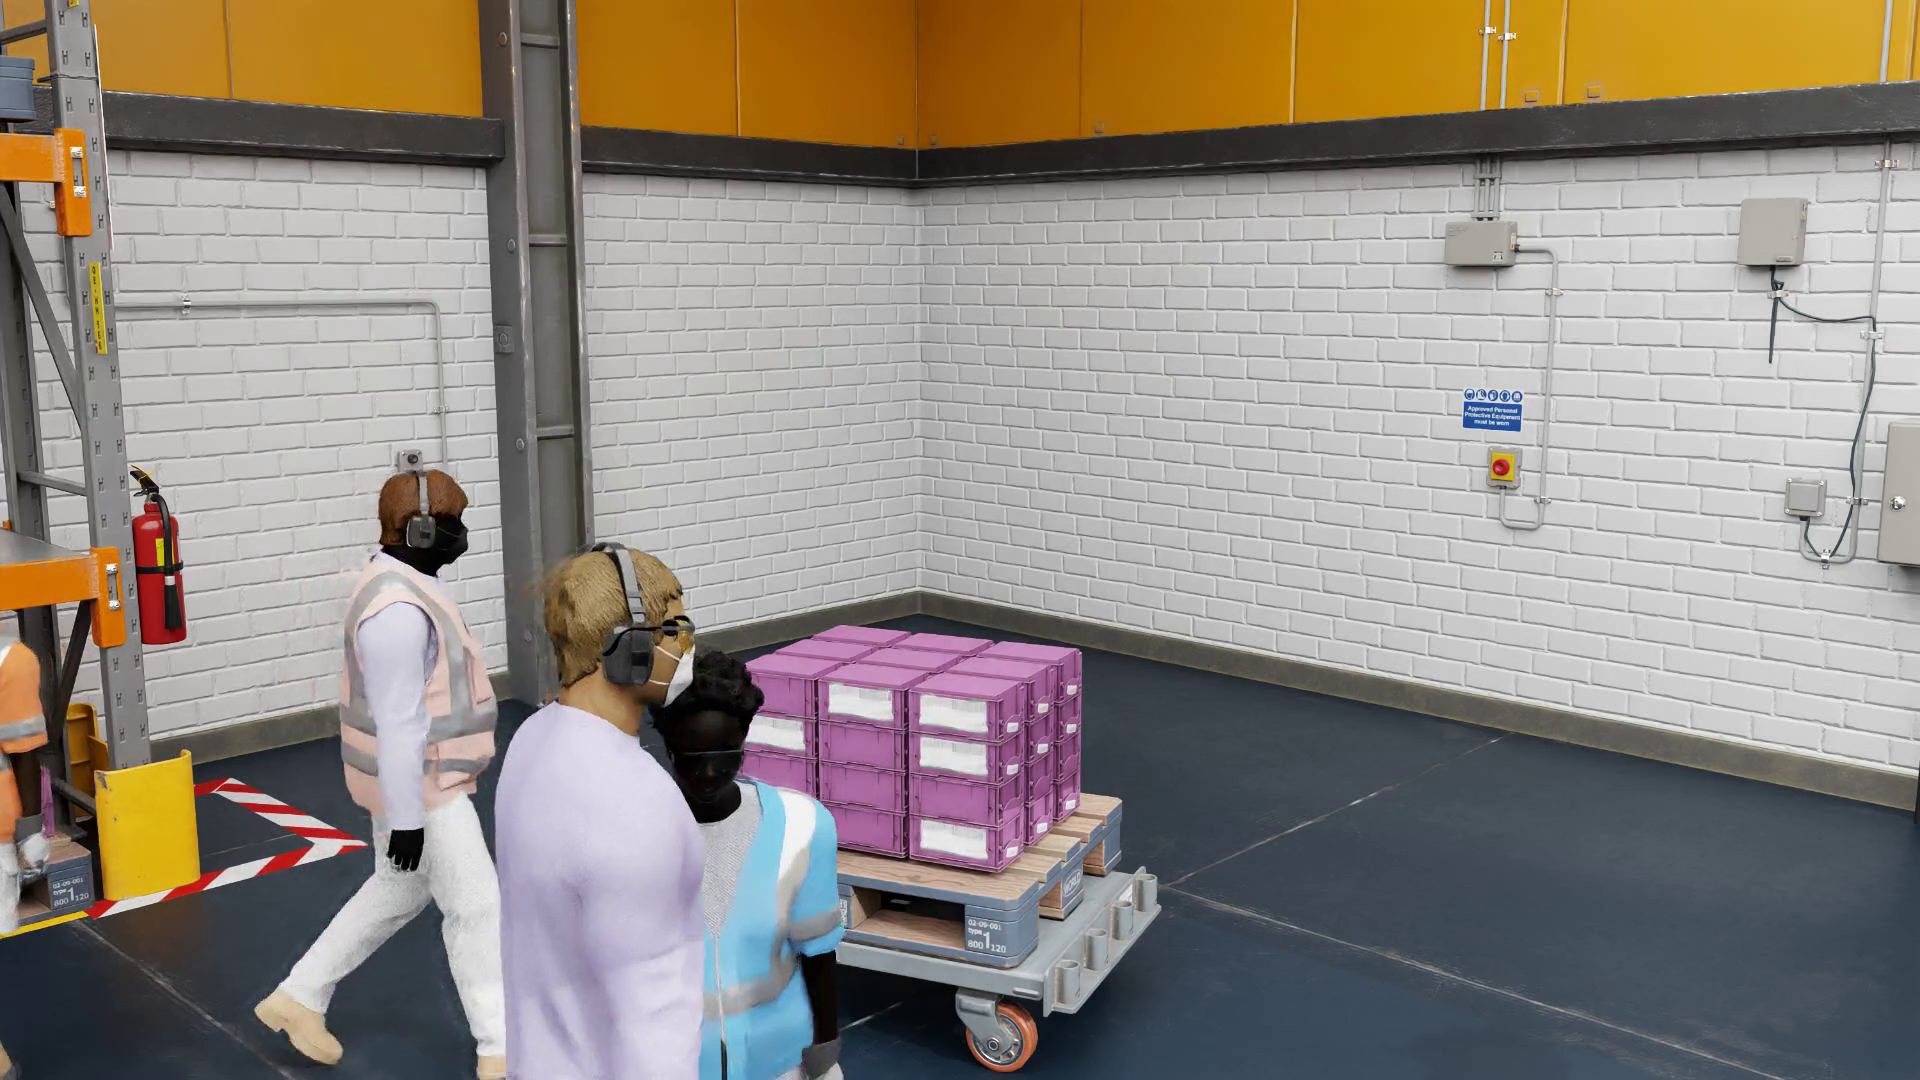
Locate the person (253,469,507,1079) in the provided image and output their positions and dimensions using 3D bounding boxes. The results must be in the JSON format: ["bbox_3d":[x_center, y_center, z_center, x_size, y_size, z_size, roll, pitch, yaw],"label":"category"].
[{"bbox_3d":[-1.620,0.695,4.795,0.858,1.814,0.663,-3,10,-16],"label":"person"}]

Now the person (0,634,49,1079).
[{"bbox_3d":[-2.750,0.800,4.492,0.545,1.689,0.458,-1,9,-3],"label":"person"}]

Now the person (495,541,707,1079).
[{"bbox_3d":[-0.598,0.959,2.781,0.709,1.923,0.669,-4,10,-24],"label":"person"}]

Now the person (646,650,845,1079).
[{"bbox_3d":[-0.502,1.004,3.249,0.542,1.677,0.474,-3,10,-18],"label":"person"}]
